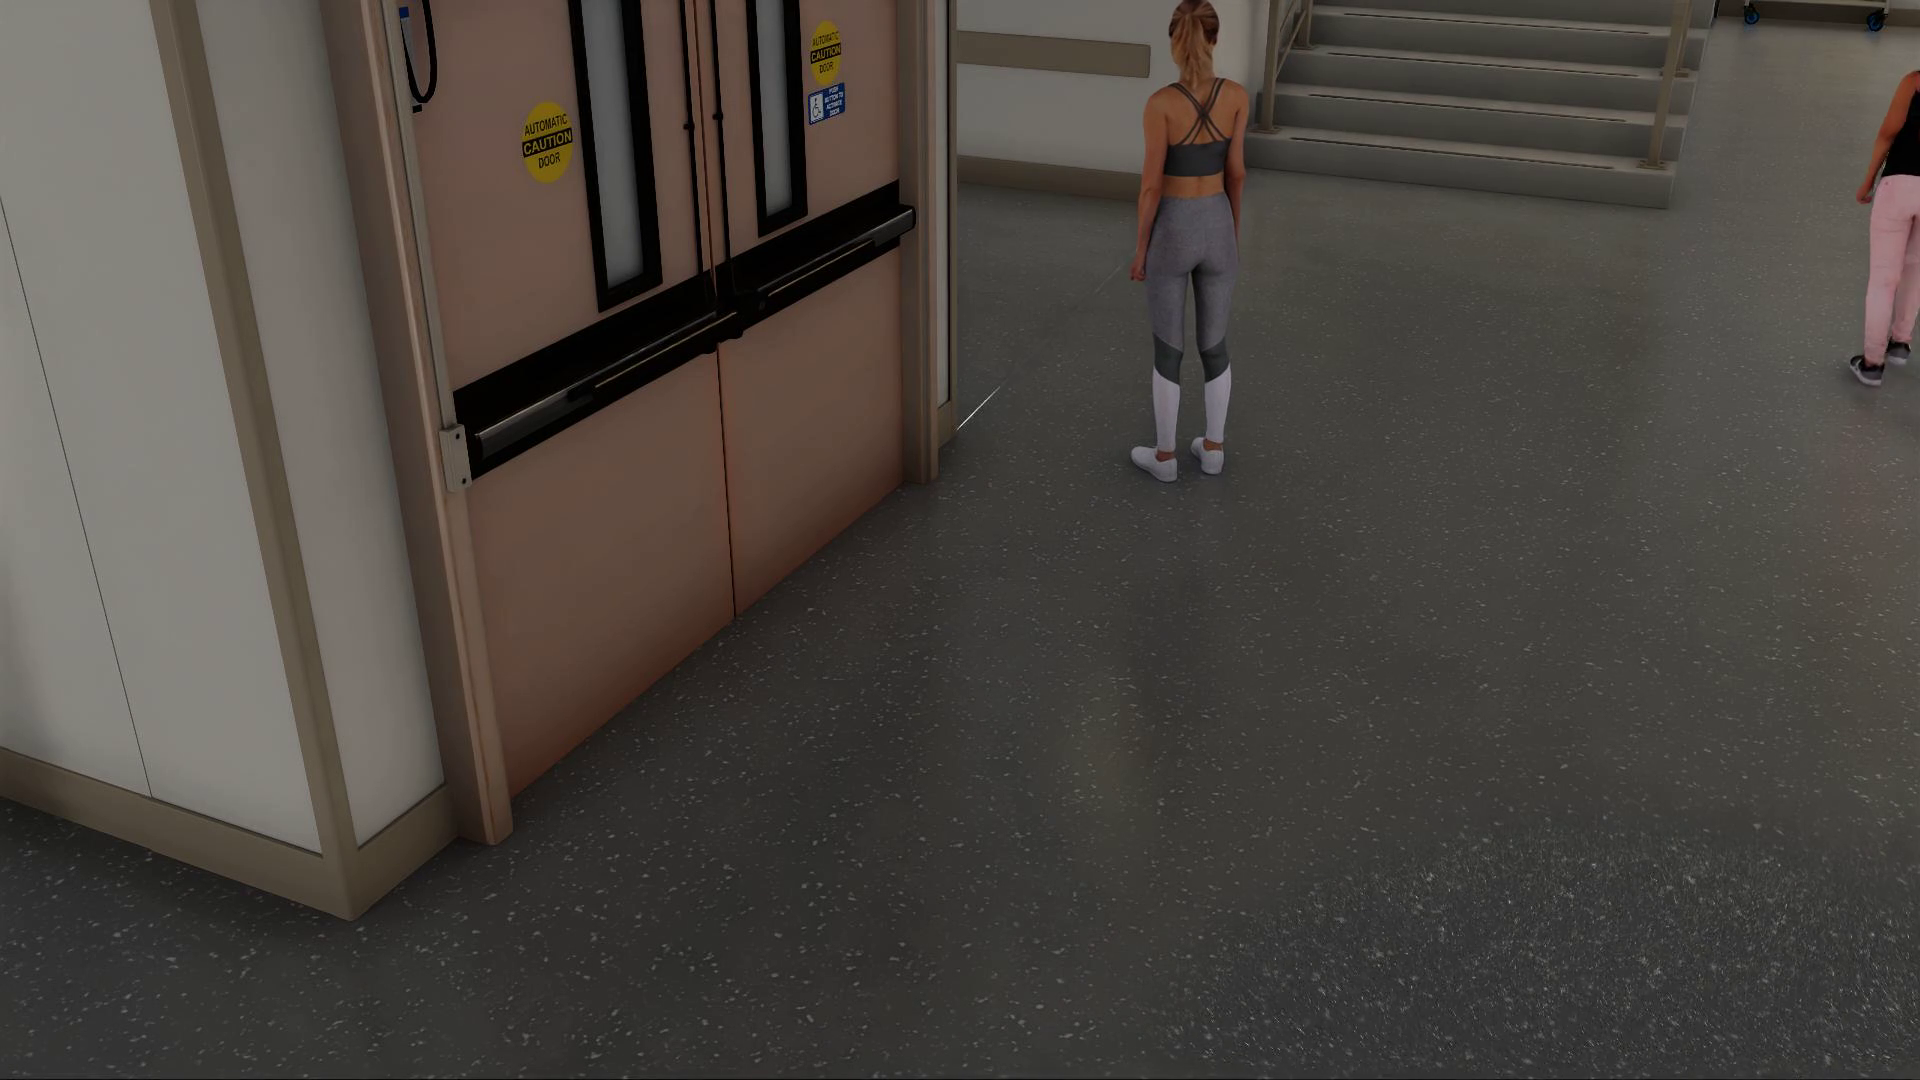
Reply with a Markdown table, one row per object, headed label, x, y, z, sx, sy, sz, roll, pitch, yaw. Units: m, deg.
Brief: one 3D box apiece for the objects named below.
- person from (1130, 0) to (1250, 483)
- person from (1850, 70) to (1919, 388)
| label | x | y | z | sx | sy | sz | roll | pitch | yaw |
| --- | --- | --- | --- | --- | --- | --- | --- | --- | --- |
| person | 0.819 | -1.035 | 5.886 | 0.643 | 1.706 | 0.689 | -7 | 27 | -14 |
| person | 3.903 | -1.376 | 6.767 | 0.587 | 1.555 | 0.653 | 4 | 26 | 8 |
